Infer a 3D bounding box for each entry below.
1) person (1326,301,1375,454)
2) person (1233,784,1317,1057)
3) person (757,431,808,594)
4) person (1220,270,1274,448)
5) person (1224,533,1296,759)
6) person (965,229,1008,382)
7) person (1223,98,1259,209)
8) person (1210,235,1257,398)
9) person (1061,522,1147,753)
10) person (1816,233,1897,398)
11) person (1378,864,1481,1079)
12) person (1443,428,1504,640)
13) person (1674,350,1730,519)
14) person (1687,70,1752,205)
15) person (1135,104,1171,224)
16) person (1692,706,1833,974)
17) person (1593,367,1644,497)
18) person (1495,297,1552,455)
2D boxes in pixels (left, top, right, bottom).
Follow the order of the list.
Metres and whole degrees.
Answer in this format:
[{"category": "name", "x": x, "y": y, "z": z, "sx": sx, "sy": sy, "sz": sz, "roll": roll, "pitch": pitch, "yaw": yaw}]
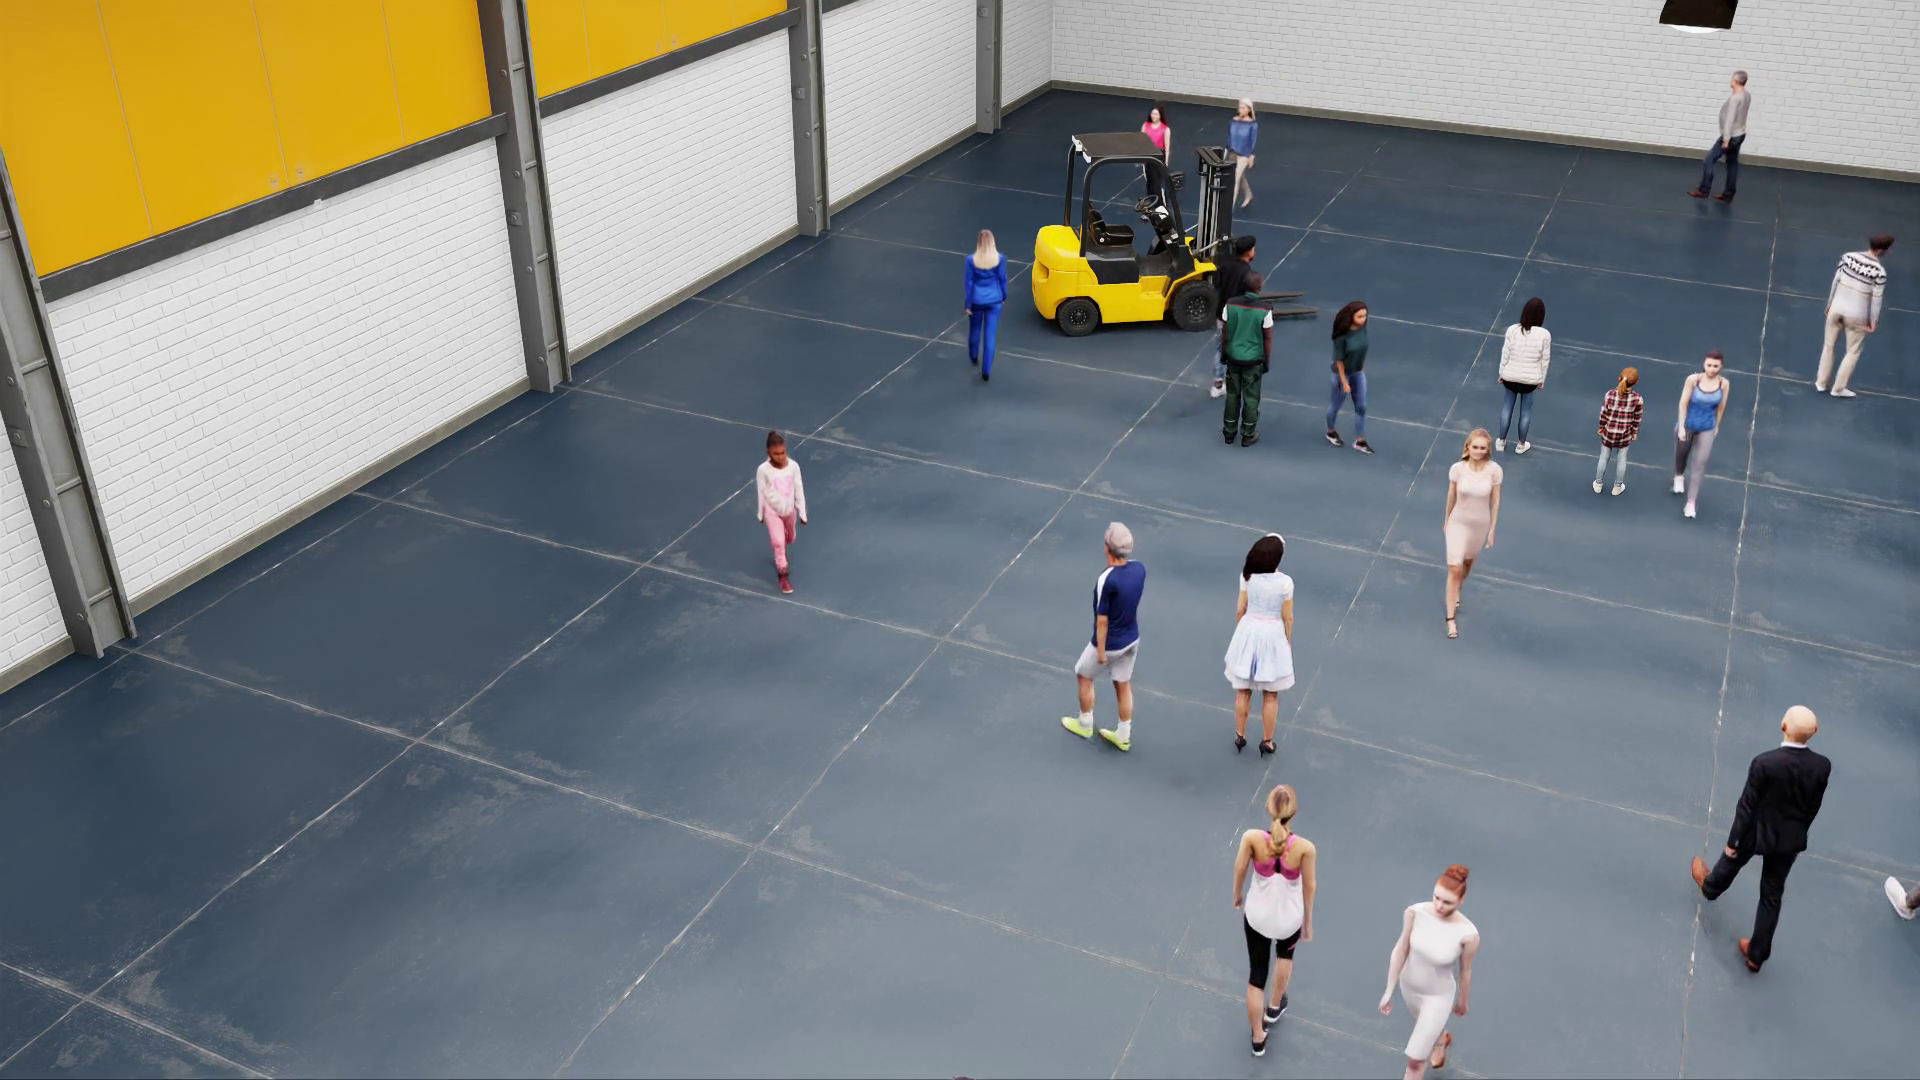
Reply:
[{"category": "person", "x": 3.864, "y": -1.697, "z": 16.872, "sx": 0.891, "sy": 1.596, "sz": 0.913, "roll": -14, "pitch": 32, "yaw": -24}, {"category": "person", "x": 1.768, "y": 2.229, "z": 9.493, "sx": 0.696, "sy": 1.771, "sz": 0.782, "roll": 8, "pitch": 30, "yaw": 14}, {"category": "person", "x": -1.582, "y": -0.300, "z": 14.494, "sx": 0.937, "sy": 1.421, "sz": 0.992, "roll": -10, "pitch": 30, "yaw": -18}, {"category": "person", "x": 2.892, "y": -1.844, "z": 16.891, "sx": 0.679, "sy": 1.837, "sz": 0.576, "roll": 14, "pitch": 31, "yaw": 23}, {"category": "person", "x": 2.197, "y": 0.774, "z": 12.112, "sx": 0.684, "sy": 1.817, "sz": 0.697, "roll": 14, "pitch": 31, "yaw": 23}, {"category": "person", "x": 0.287, "y": -2.565, "z": 18.383, "sx": 0.872, "sy": 1.673, "sz": 1.081, "roll": 1, "pitch": 29, "yaw": 2}, {"category": "person", "x": 4.025, "y": -5.448, "z": 23.689, "sx": 0.891, "sy": 1.654, "sz": 1.253, "roll": 25, "pitch": 37, "yaw": 38}, {"category": "person", "x": 2.892, "y": -2.373, "z": 17.909, "sx": 0.895, "sy": 1.791, "sz": 0.853, "roll": -23, "pitch": 36, "yaw": -36}, {"category": "person", "x": 1.195, "y": 0.758, "z": 12.146, "sx": 0.864, "sy": 1.813, "sz": 0.843, "roll": 25, "pitch": 38, "yaw": 38}, {"category": "person", "x": 9.633, "y": -2.467, "z": 18.043, "sx": 0.818, "sy": 1.828, "sz": 0.804, "roll": 18, "pitch": 34, "yaw": 30}, {"category": "person", "x": 2.605, "y": 2.444, "z": 9.122, "sx": 0.808, "sy": 1.748, "sz": 1.162, "roll": 24, "pitch": 37, "yaw": 37}, {"category": "person", "x": 4.221, "y": -0.115, "z": 13.796, "sx": 0.756, "sy": 1.766, "sz": 1.181, "roll": 5, "pitch": 29, "yaw": 10}, {"category": "person", "x": 6.961, "y": -1.076, "z": 15.762, "sx": 0.611, "sy": 1.569, "sz": 1.052, "roll": 9, "pitch": 30, "yaw": 16}, {"category": "person", "x": 11.256, "y": -5.810, "z": 24.115, "sx": 0.986, "sy": 1.881, "sz": 1.007, "roll": -22, "pitch": 36, "yaw": -35}, {"category": "person", "x": 2.756, "y": -5.340, "z": 23.530, "sx": 0.685, "sy": 1.616, "sz": 1.093, "roll": 18, "pitch": 33, "yaw": 29}, {"category": "person", "x": 4.980, "y": 1.865, "z": 10.172, "sx": 1.001, "sy": 1.760, "sz": 1.248, "roll": 2, "pitch": 29, "yaw": 3}, {"category": "person", "x": 6.332, "y": -1.056, "z": 16.001, "sx": 0.521, "sy": 1.305, "sz": 0.504, "roll": 14, "pitch": 31, "yaw": 23}, {"category": "person", "x": 5.667, "y": -1.662, "z": 16.766, "sx": 0.609, "sy": 1.638, "sz": 0.540, "roll": 14, "pitch": 31, "yaw": 23}]
